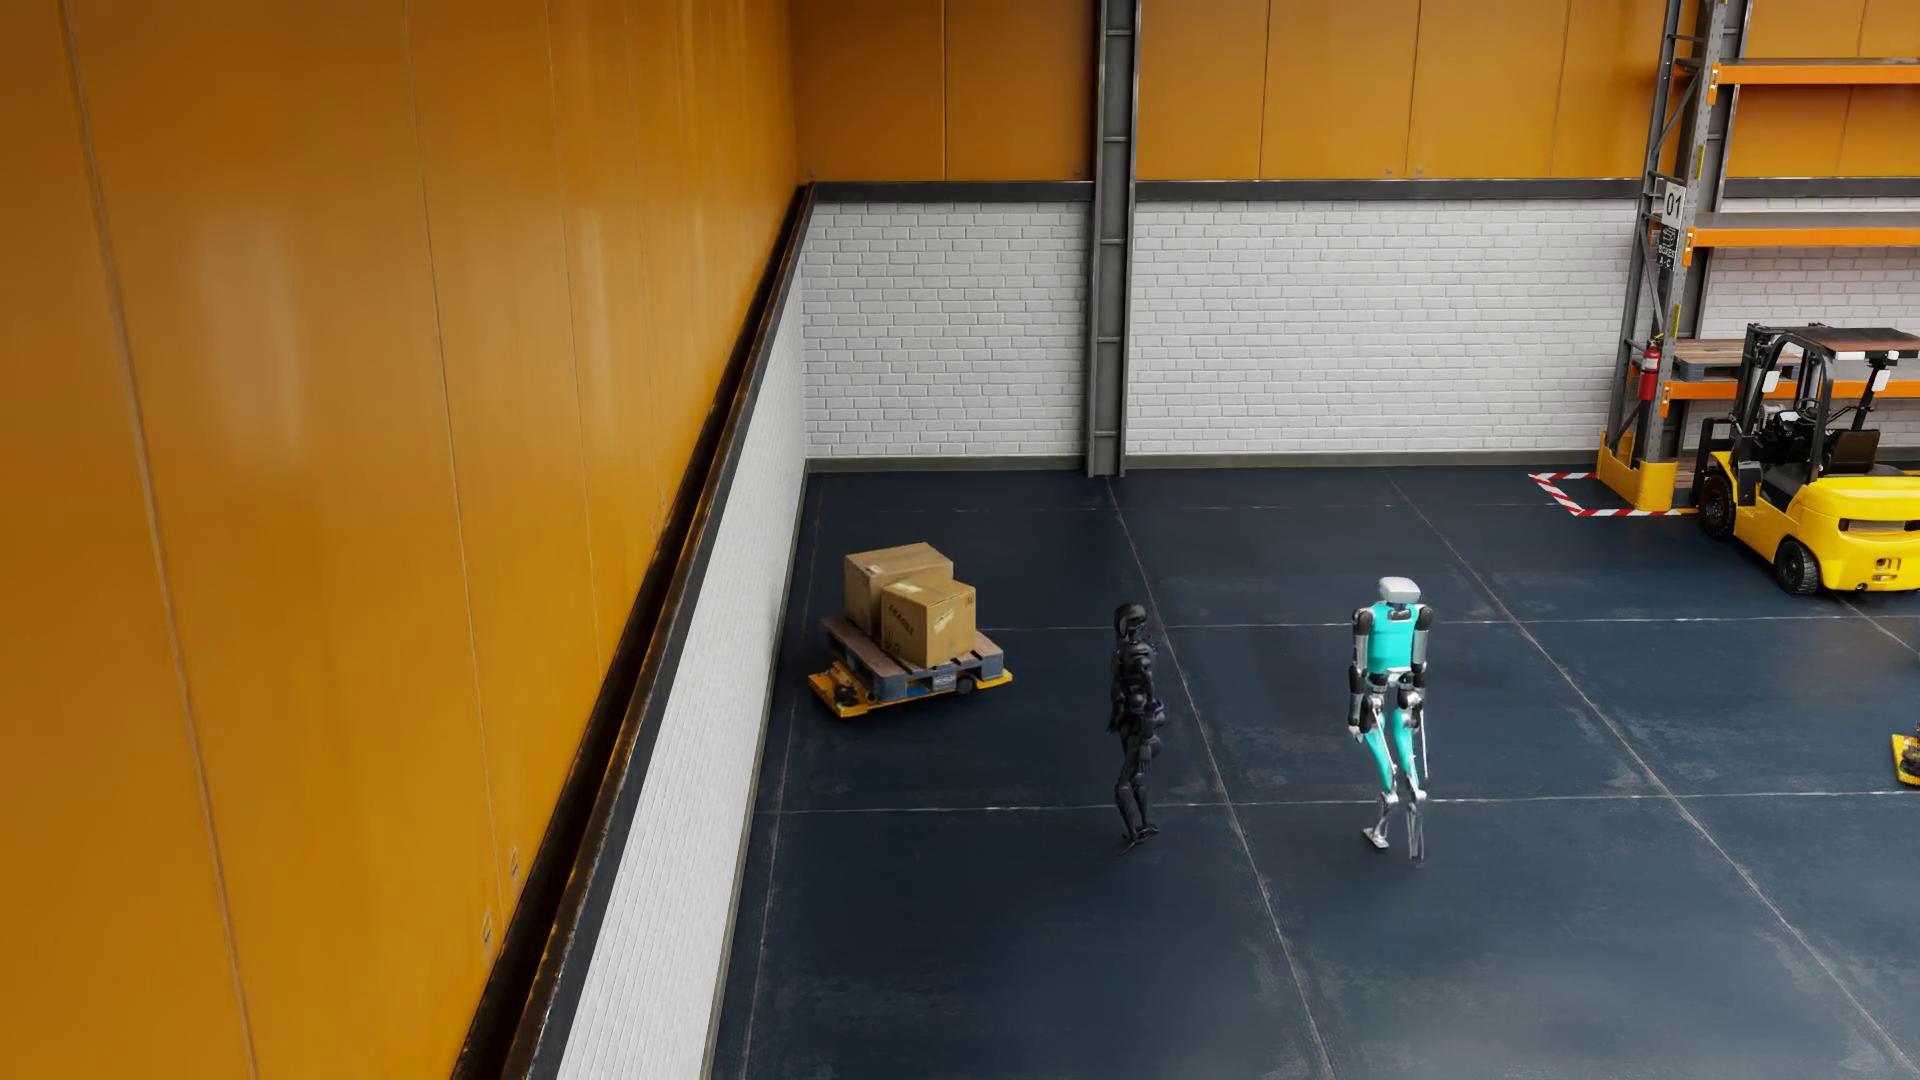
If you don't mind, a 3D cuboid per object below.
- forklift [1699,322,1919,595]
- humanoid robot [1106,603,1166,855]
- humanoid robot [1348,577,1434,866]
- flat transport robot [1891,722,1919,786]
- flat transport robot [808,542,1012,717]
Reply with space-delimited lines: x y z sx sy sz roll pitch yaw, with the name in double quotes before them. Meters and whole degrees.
"forklift" 7.809 -0.792 14.926 1.214 2.155 2.313 -1 20 -2
"humanoid robot" 1.105 1.149 10.401 0.403 1.643 0.609 -6 21 -16
"humanoid robot" 2.731 1.216 10.311 0.550 1.906 0.727 -6 21 -15
"flat transport robot" 7.170 1.570 11.298 1.431 0.231 0.659 9 22 22
"flat transport robot" -0.385 1.025 12.775 1.431 0.231 0.659 -10 22 -24
